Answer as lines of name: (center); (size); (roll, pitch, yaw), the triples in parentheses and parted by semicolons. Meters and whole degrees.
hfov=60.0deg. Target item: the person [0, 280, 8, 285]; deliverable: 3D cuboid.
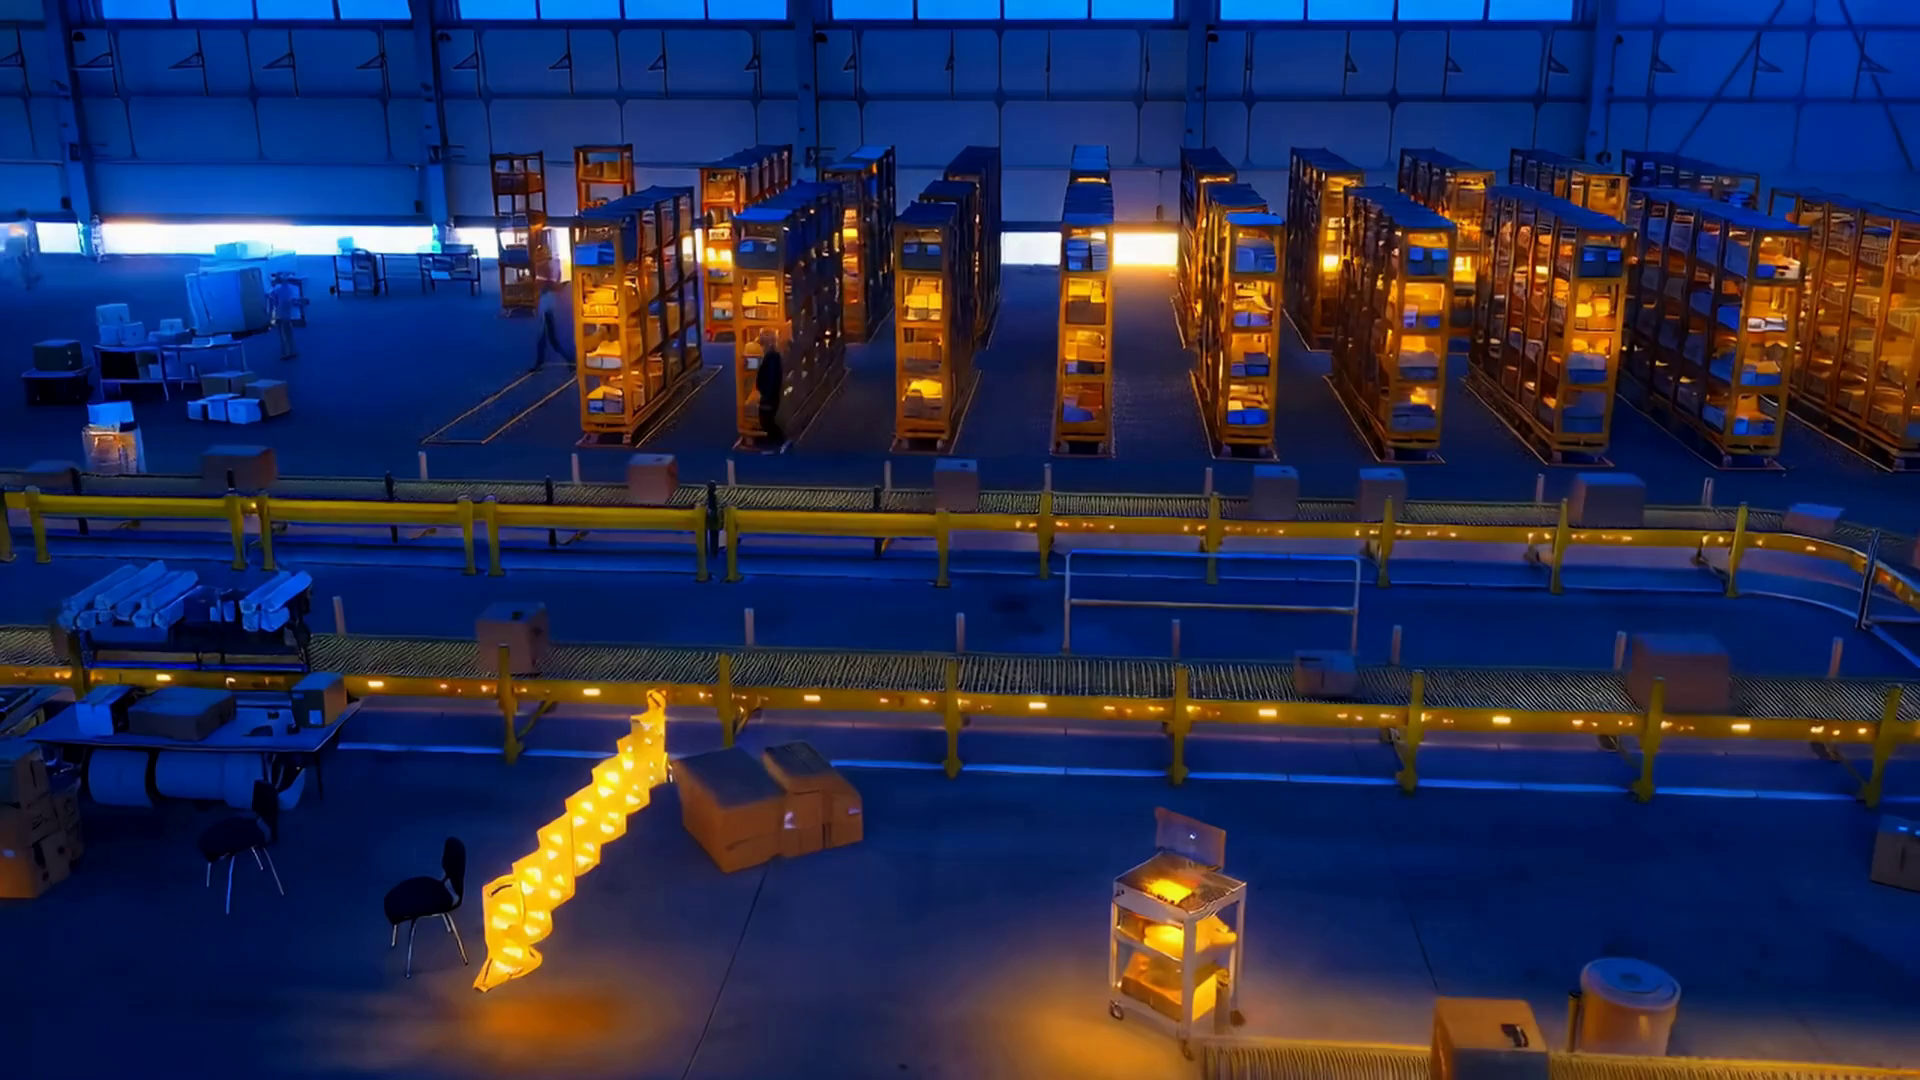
person: (-24.390, -7.325, 41.699); (0.667, 1.905, 0.567); (-4, 18, -12)

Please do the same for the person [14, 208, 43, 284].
person: (-23.562, -7.431, 42.049); (0.426, 1.889, 0.736); (2, 18, 5)

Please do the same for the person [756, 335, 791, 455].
person: (-2.894, -2.194, 25.422); (0.471, 1.890, 0.678); (0, 17, 1)

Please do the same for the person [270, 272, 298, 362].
person: (-13.270, -4.373, 32.570); (0.328, 1.750, 0.560); (7, 19, 20)

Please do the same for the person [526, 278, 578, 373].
person: (-7.773, -4.083, 31.564); (0.929, 1.810, 0.581); (-3, 18, -10)

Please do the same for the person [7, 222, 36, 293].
person: (-22.957, -6.920, 40.691); (0.504, 1.713, 0.512); (9, 20, 27)
